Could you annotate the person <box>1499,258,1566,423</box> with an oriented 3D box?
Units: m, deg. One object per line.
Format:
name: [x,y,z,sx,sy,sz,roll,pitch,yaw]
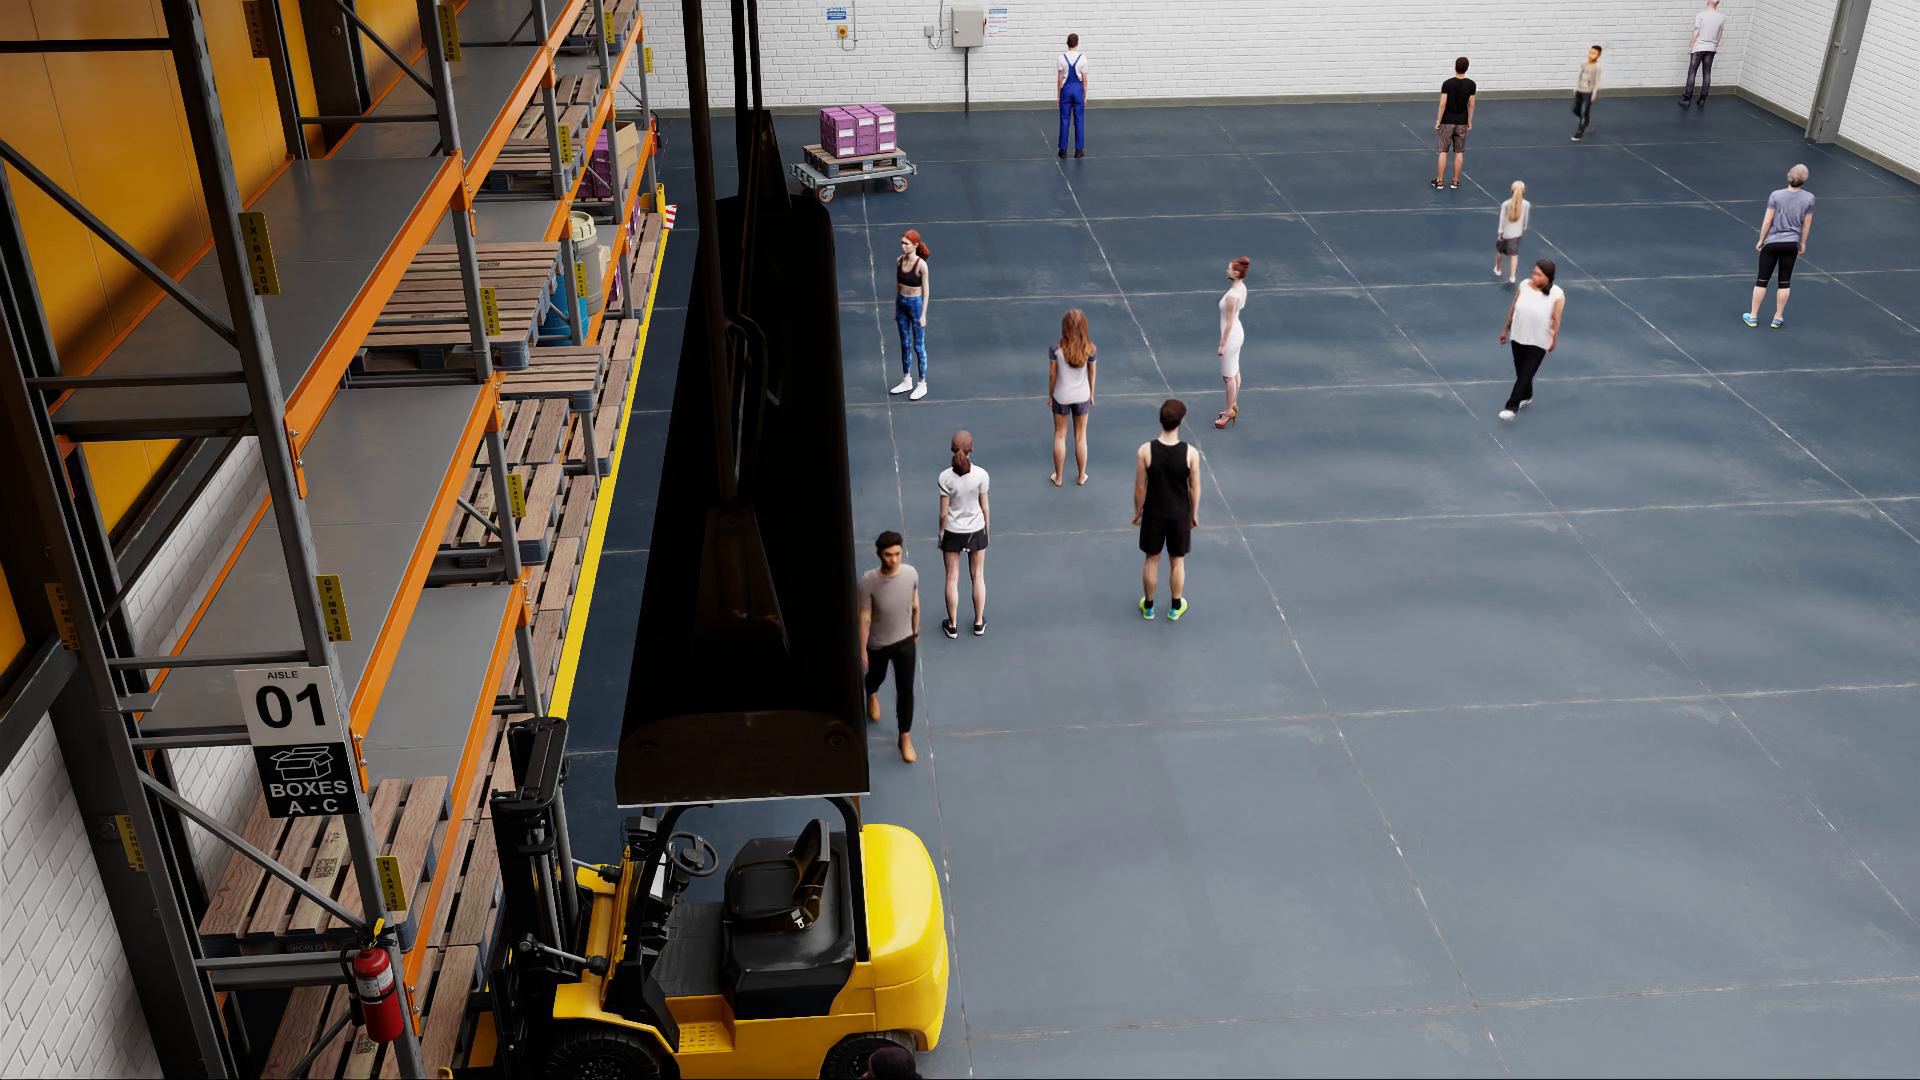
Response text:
person: [5.801,-2.048,16.800,1.065,1.652,1.094,-21,35,-33]

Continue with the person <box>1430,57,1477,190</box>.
person: [7.055,-5.962,23.758,0.714,1.861,0.641,2,29,4]

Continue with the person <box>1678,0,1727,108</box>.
person: [12.496,-8.234,27.955,0.662,1.832,0.565,-1,29,-3]

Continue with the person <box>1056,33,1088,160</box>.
person: [1.686,-6.726,25.171,0.668,1.849,0.633,3,29,5]

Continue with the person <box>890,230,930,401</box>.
person: [-0.504,-2.339,17.194,0.687,1.785,0.745,21,35,33]

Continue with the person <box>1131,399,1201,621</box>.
person: [1.638,-0.223,13.205,0.736,1.892,0.664,4,29,8]

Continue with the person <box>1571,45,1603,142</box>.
person: [9.897,-7.048,26.174,0.796,1.454,0.788,-17,33,-29]

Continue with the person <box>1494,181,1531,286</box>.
person: [6.755,-3.731,20.304,0.638,1.251,0.929,4,29,7]

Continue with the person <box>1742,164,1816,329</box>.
person: [9.352,-3.348,18.937,0.738,1.888,0.714,8,30,15]

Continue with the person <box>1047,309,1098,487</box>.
person: [1.030,-1.313,15.367,0.592,1.735,0.542,-1,29,-2]

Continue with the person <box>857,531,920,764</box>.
person: [-0.526,0.666,11.784,0.779,1.691,1.149,-8,30,-15]

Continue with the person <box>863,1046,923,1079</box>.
person: [-0.277,2.950,7.524,0.743,1.760,0.576,-5,29,-9]

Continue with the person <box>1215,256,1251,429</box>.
person: [2.704,-1.967,16.507,0.691,1.793,0.555,11,30,19]

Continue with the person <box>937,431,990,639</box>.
person: [0.028,-0.043,13.021,0.564,1.752,0.555,-4,29,-6]
